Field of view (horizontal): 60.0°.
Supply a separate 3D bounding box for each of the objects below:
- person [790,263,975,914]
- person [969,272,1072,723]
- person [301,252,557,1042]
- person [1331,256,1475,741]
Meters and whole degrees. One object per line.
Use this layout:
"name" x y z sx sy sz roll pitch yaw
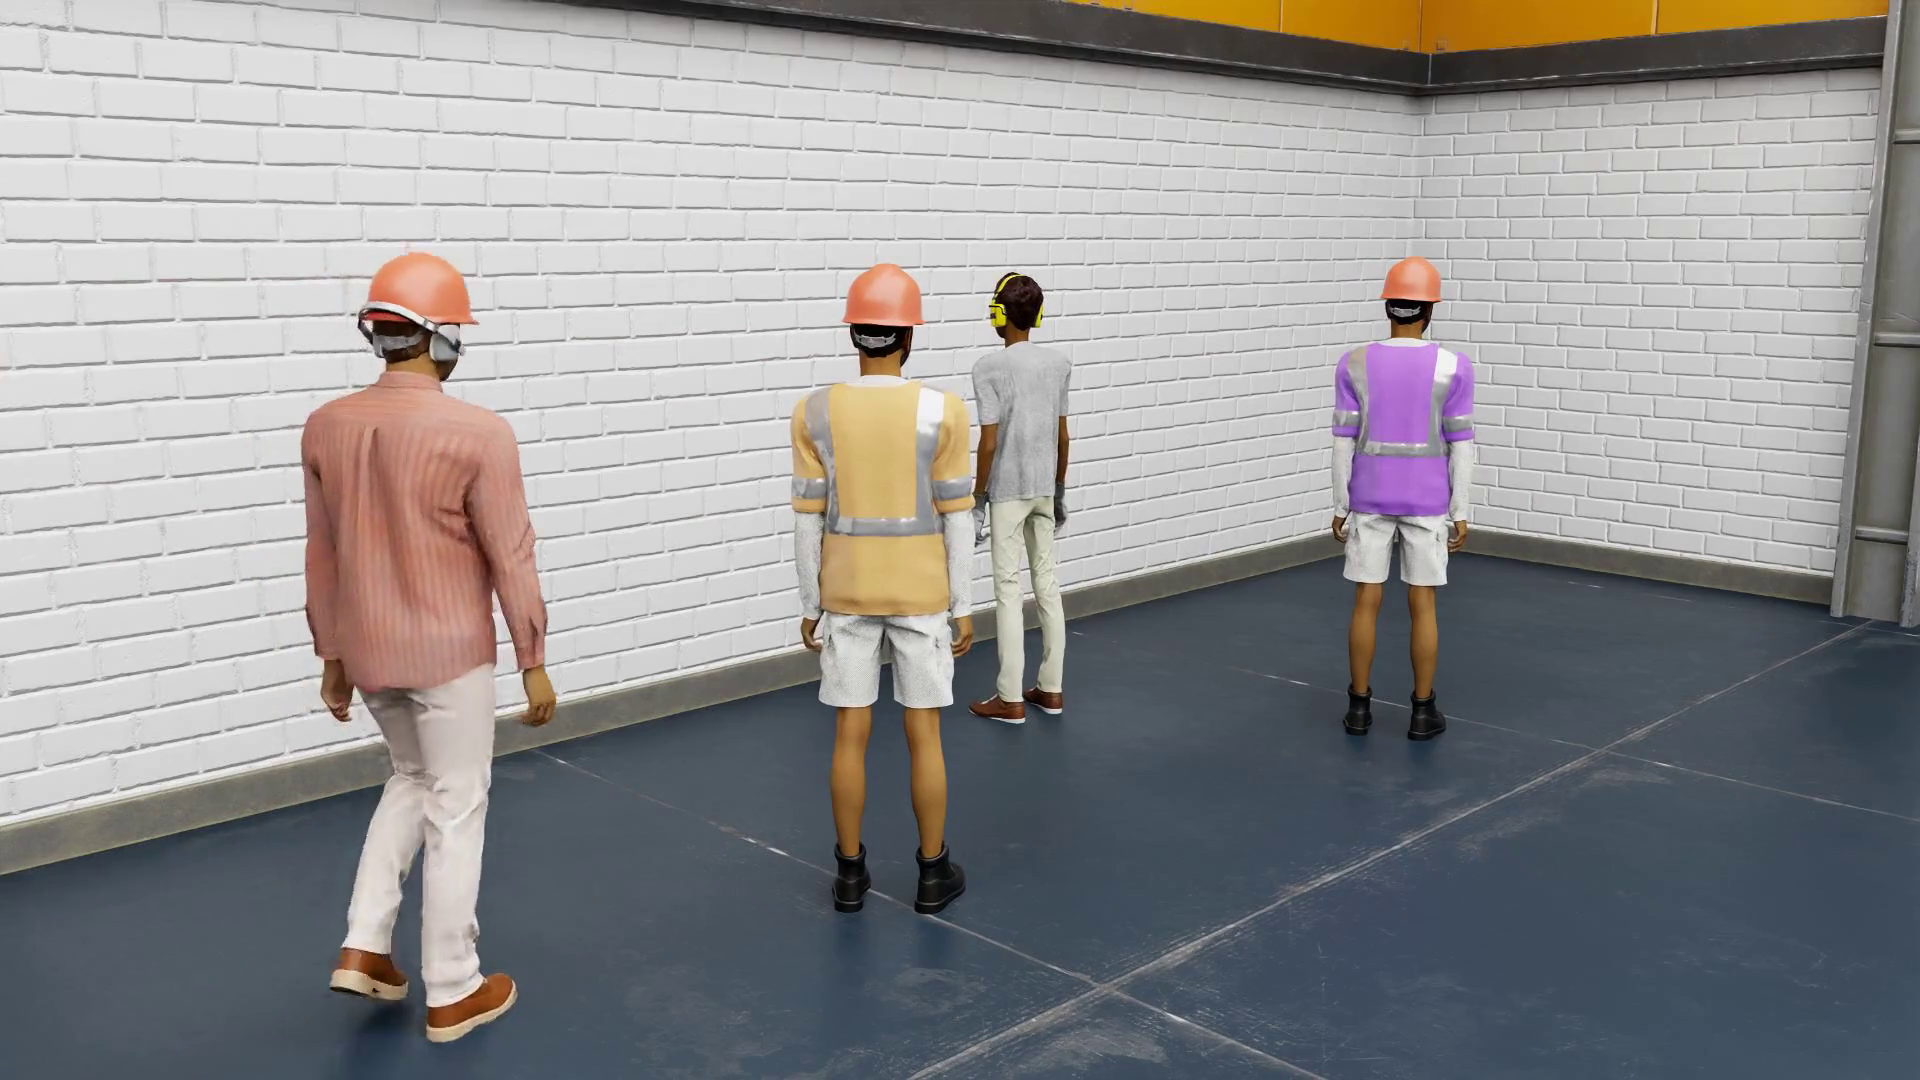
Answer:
"person" -0.221 0.159 4.954 0.542 1.939 0.361 1 10 7
"person" 0.238 -0.170 6.933 0.518 1.874 0.330 -7 13 -35
"person" -1.323 0.282 4.186 0.637 1.982 0.428 5 11 24
"person" 1.769 -0.158 6.686 0.551 1.936 0.356 4 11 20
